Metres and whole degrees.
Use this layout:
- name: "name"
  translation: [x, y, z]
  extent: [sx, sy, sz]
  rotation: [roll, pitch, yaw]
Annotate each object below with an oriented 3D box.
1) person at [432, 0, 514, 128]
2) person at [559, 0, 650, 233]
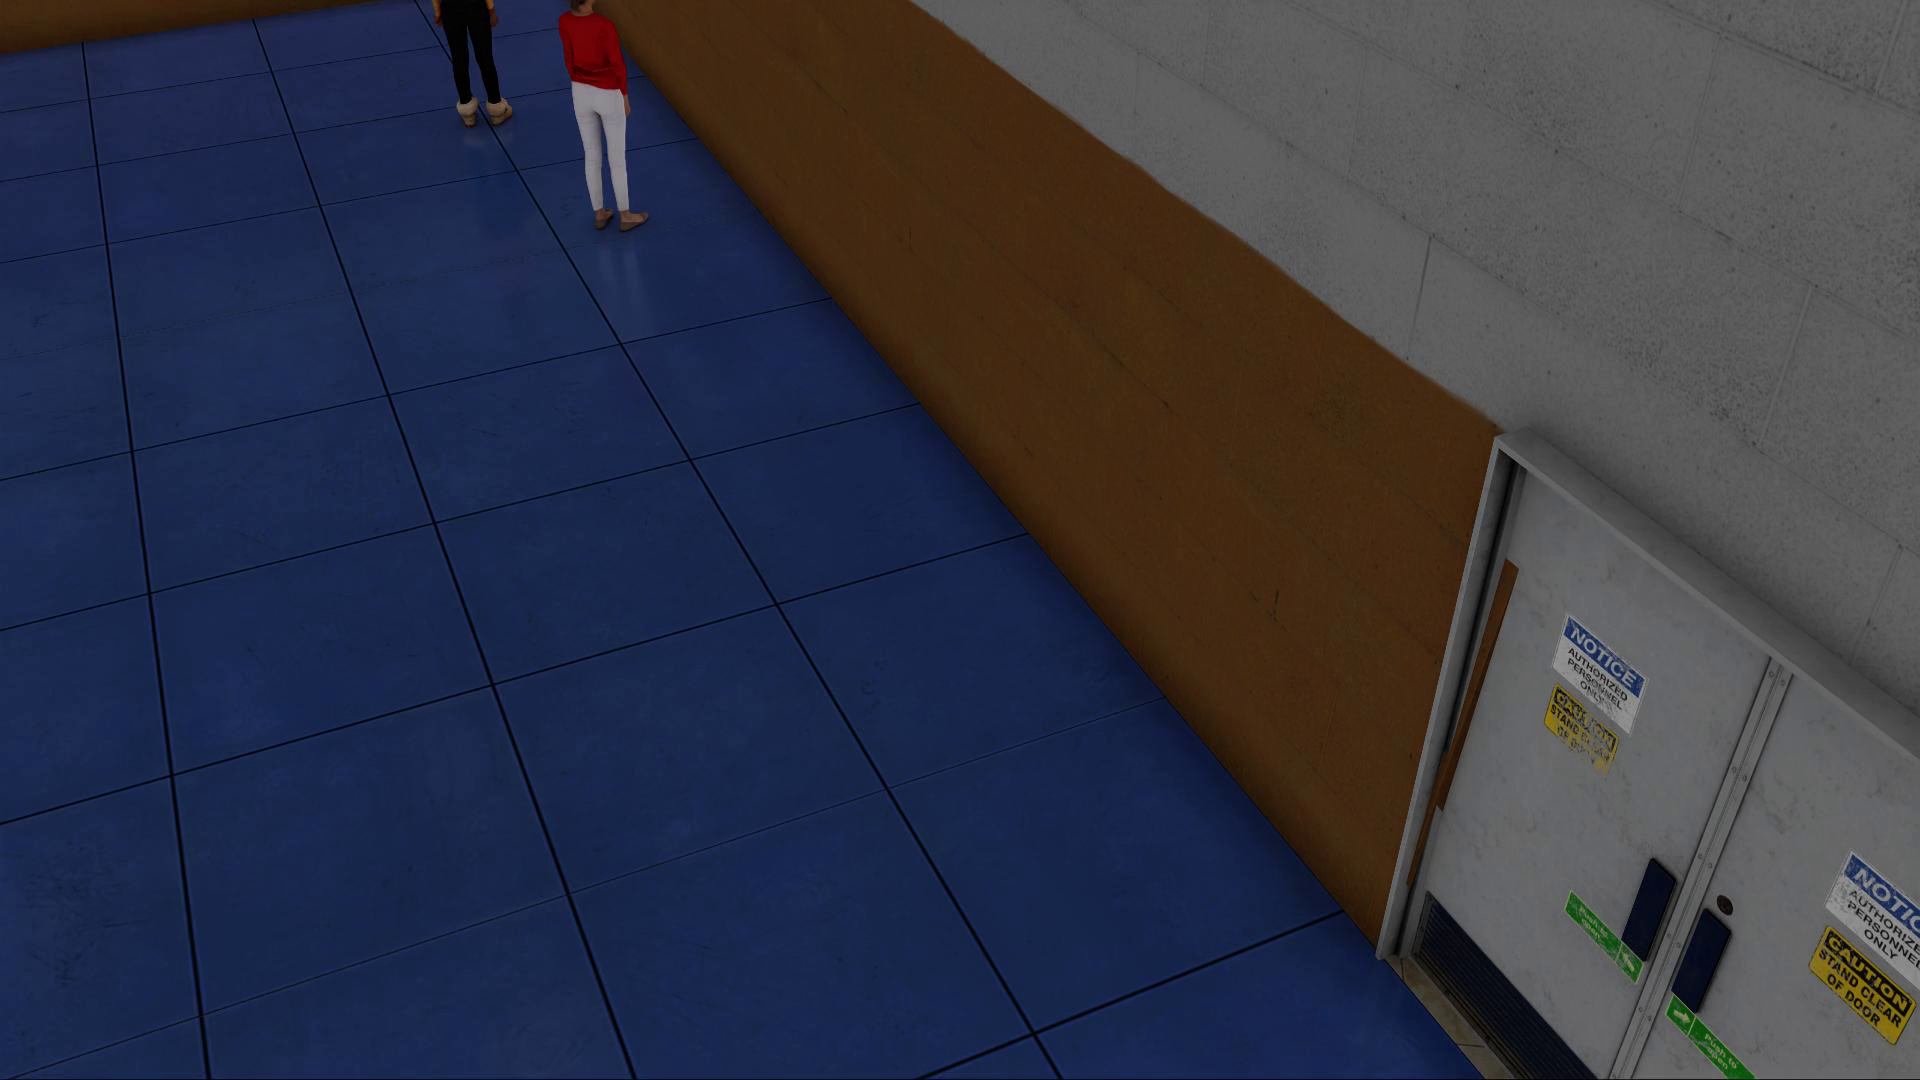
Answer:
- name: "person"
  translation: [-3.545, -3.786, 11.883]
  extent: [0.608, 1.660, 0.737]
  rotation: [-3, 37, -3]
- name: "person"
  translation: [-2.279, -2.764, 10.493]
  extent: [0.644, 1.694, 0.710]
  rotation: [10, 38, 13]
